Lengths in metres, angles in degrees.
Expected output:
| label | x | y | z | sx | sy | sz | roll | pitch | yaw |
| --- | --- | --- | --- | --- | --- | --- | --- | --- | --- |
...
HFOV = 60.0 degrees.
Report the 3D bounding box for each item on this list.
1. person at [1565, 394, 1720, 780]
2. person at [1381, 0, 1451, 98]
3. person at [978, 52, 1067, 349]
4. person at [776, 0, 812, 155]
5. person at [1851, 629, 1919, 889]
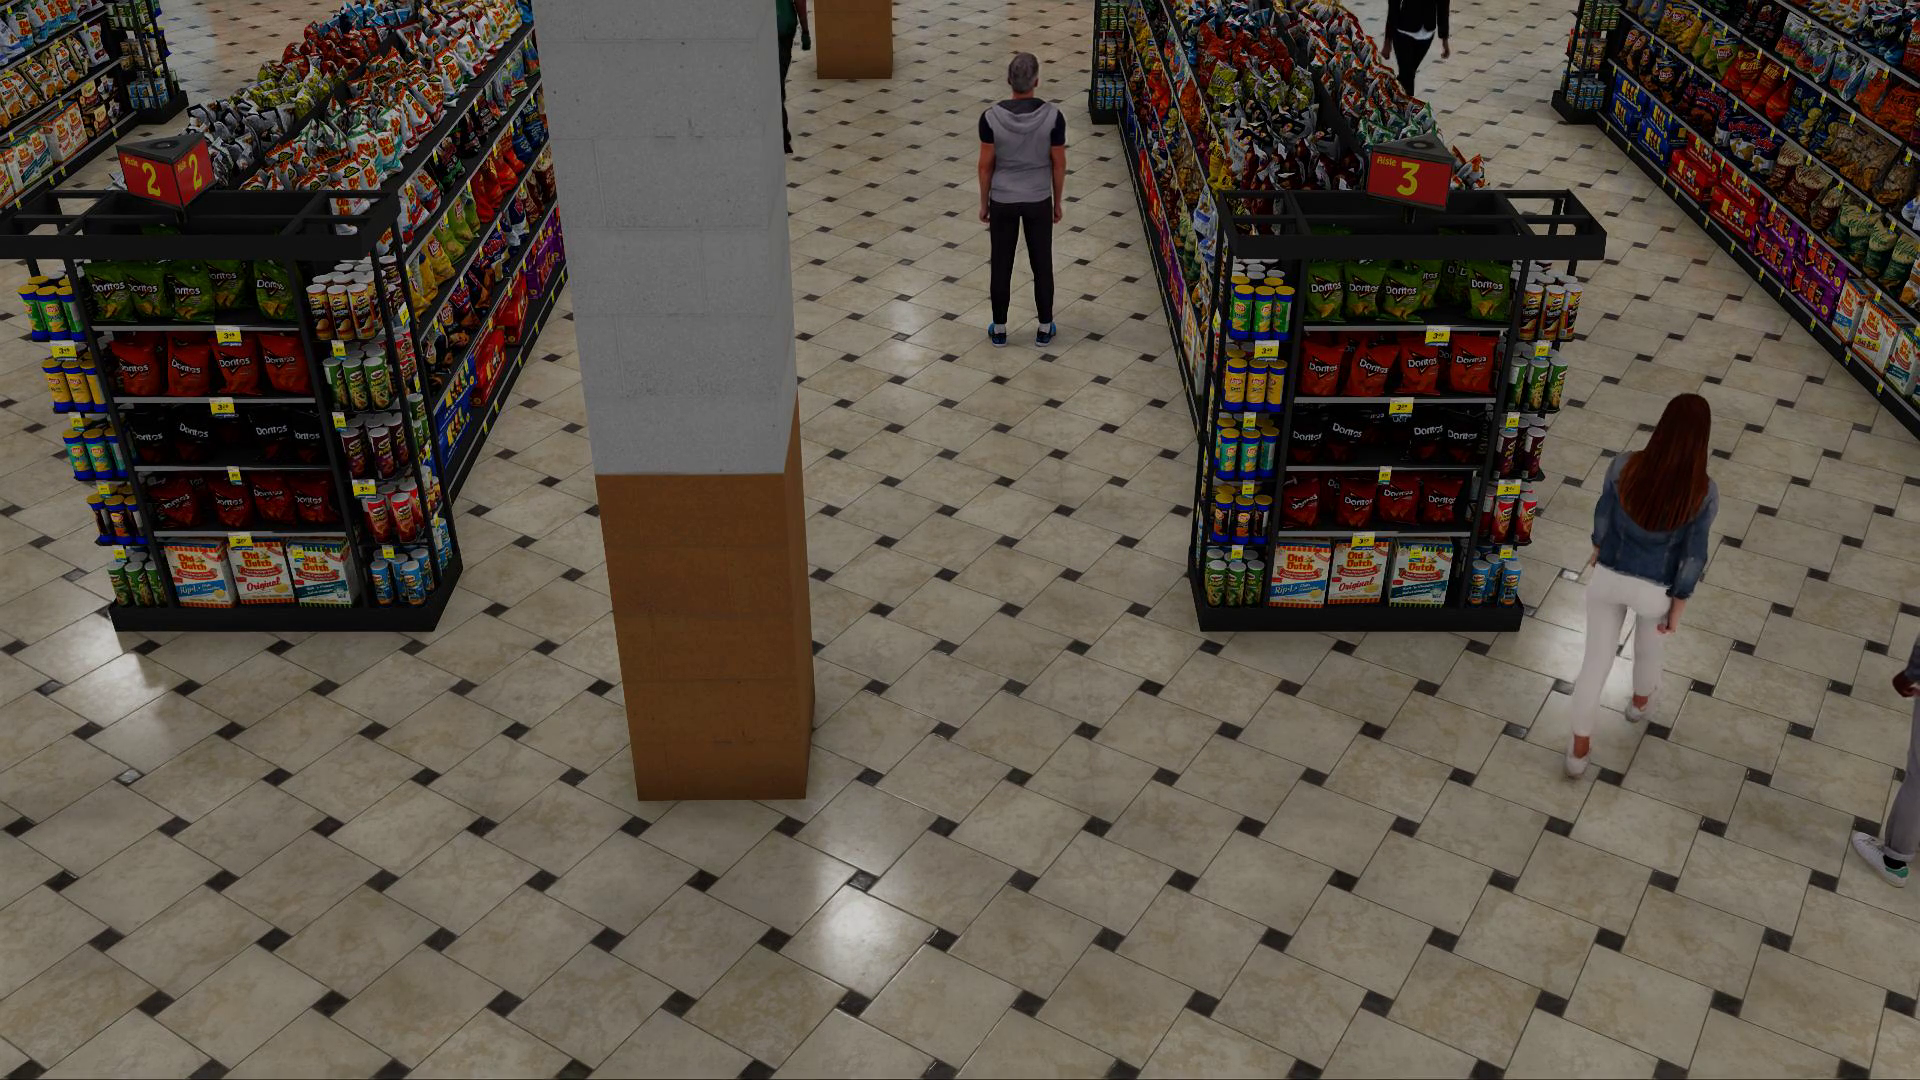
| label | x | y | z | sx | sy | sz | roll | pitch | yaw |
| --- | --- | --- | --- | --- | --- | --- | --- | --- | --- |
| person | 2.669 | 0.243 | 6.655 | 0.926 | 1.667 | 1.084 | 17 | 36 | 26 |
| person | 3.599 | -3.997 | 13.359 | 0.776 | 1.783 | 1.178 | -6 | 32 | -10 |
| person | 0.376 | -2.063 | 10.209 | 0.683 | 1.829 | 0.542 | 1 | 32 | 2 |
| person | -1.536 | -4.112 | 13.539 | 0.973 | 1.790 | 1.299 | -11 | 33 | -16 |
| person | 3.724 | 0.501 | 6.079 | 0.677 | 1.838 | 0.531 | 1 | 32 | 2 |
